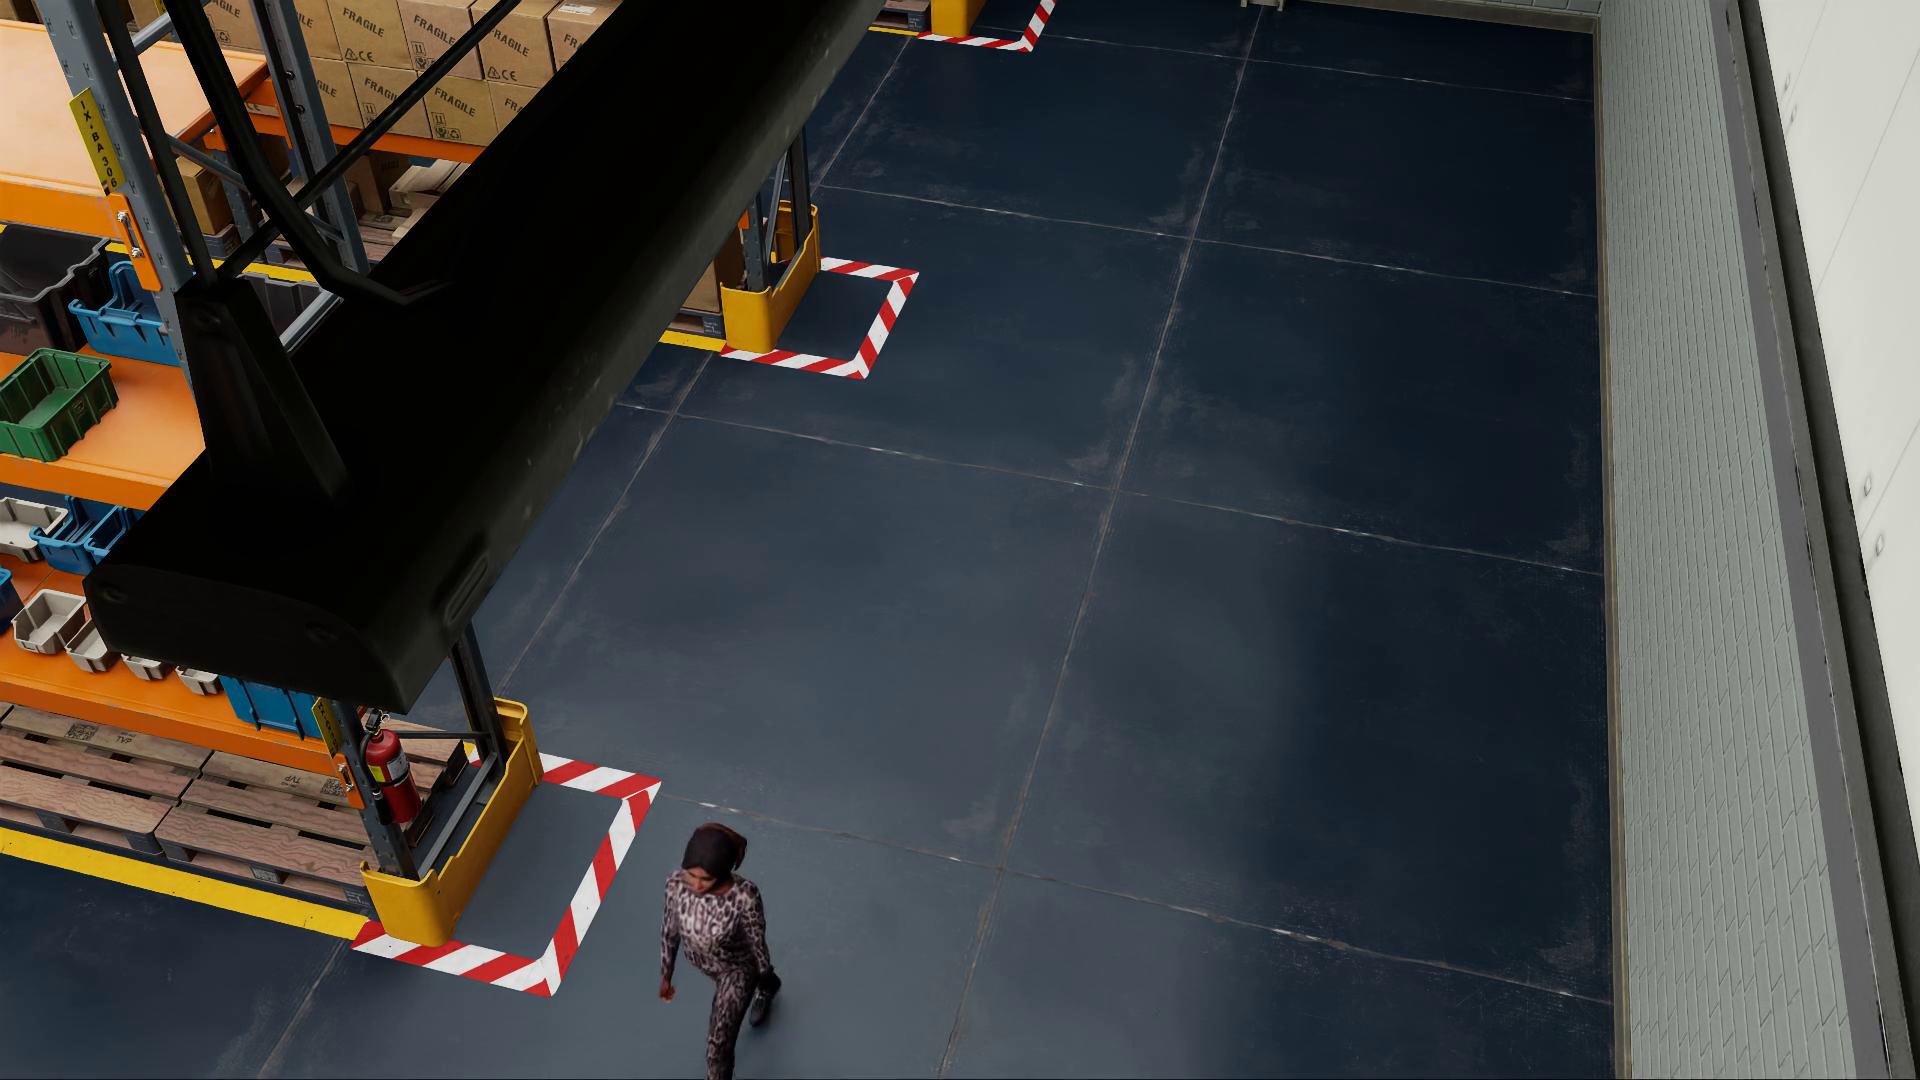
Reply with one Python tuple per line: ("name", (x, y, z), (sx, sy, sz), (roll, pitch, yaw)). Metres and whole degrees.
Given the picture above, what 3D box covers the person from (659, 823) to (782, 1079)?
("person", (-0.978, 1.739, 7.099), (1.134, 1.663, 0.779), (18, 46, 18))
